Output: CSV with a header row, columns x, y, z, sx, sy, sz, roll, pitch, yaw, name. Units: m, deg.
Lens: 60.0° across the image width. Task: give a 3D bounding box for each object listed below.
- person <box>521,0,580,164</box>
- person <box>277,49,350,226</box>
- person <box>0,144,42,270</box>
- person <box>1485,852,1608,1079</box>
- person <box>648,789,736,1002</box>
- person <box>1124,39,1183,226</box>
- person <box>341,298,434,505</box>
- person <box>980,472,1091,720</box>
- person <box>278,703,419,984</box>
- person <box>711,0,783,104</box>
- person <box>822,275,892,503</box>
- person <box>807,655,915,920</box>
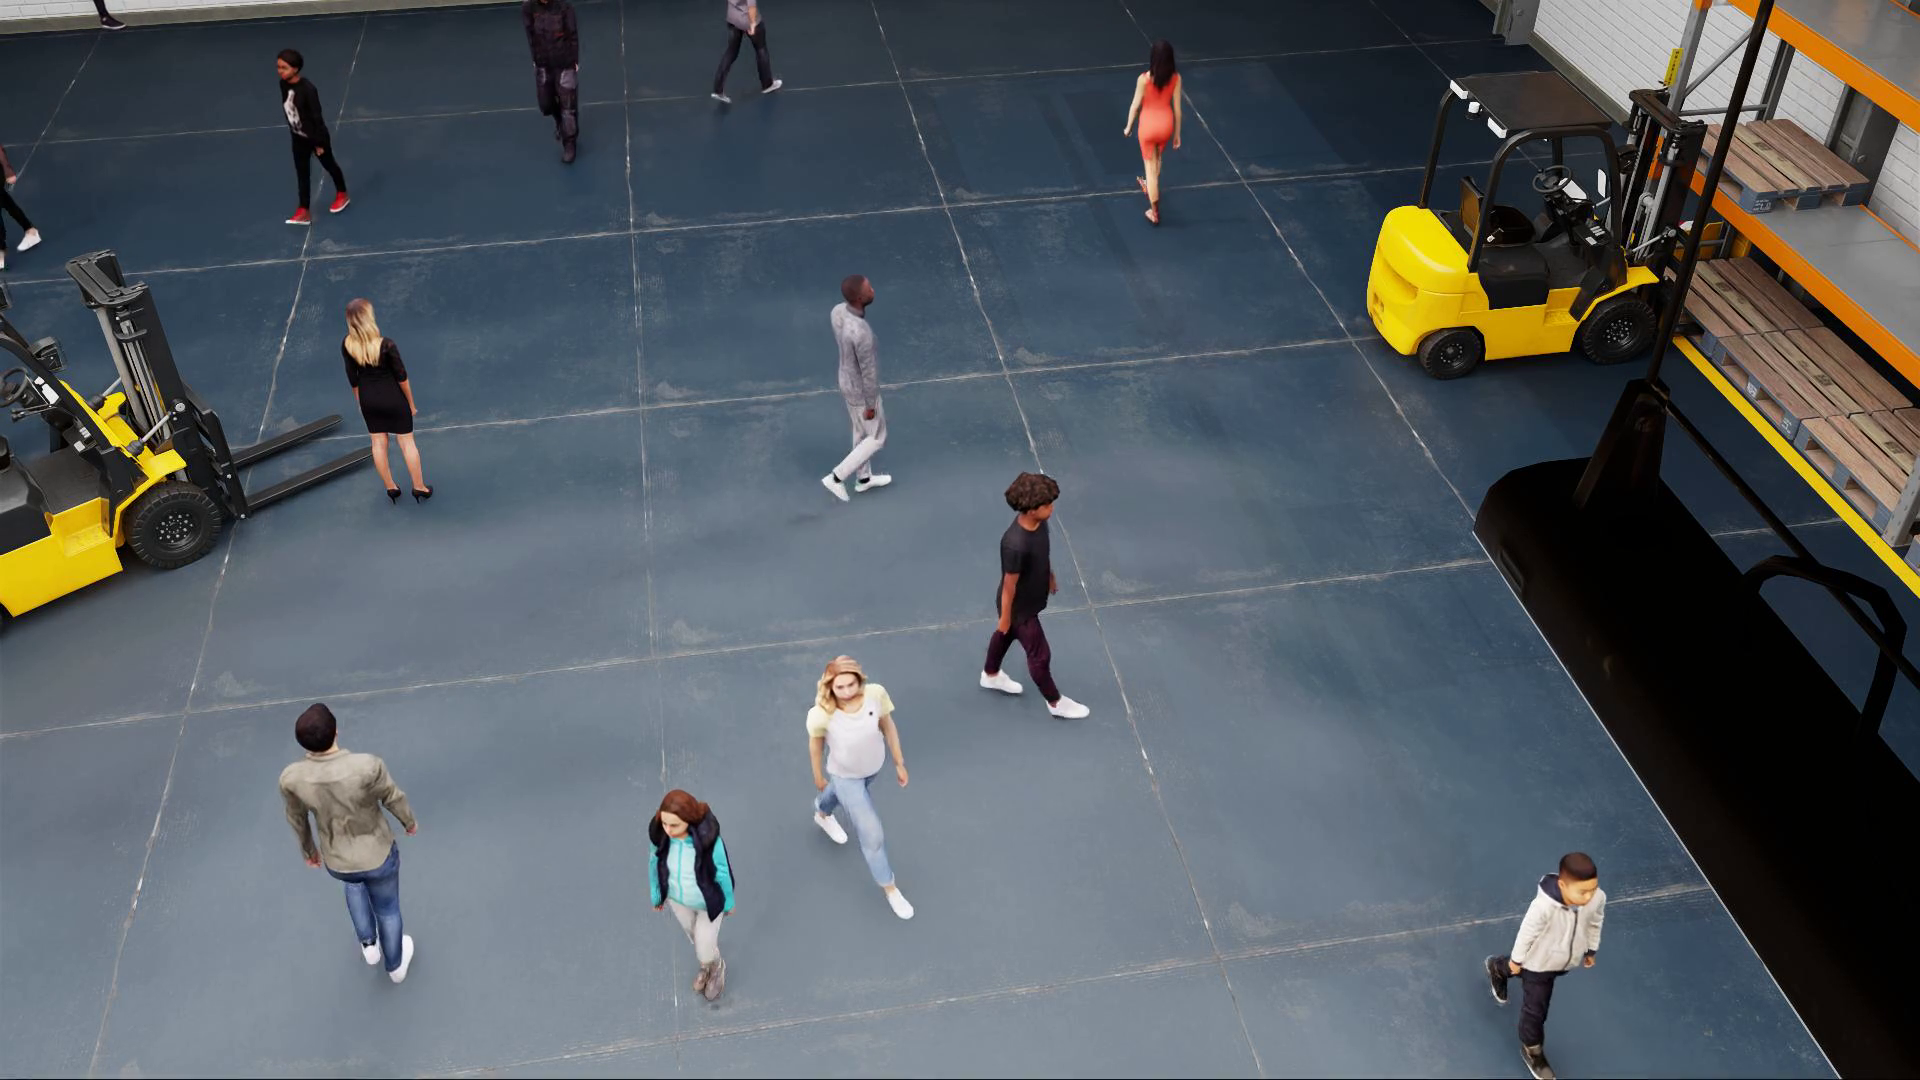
x,y,z,sx,sy,sz,roll,pitch,yaw,name
-3.969,-4.709,16.406,0.807,1.895,0.984,2,39,3,person
-5.980,-3.784,15.453,0.955,1.640,1.117,15,41,18,person
-8.617,-3.316,14.844,0.933,1.669,1.086,15,41,18,person
2.921,2.013,8.354,0.728,1.439,0.992,-16,41,-19,person
-1.338,1.780,8.608,0.697,1.487,0.743,12,40,14,person
1.830,-3.713,15.325,0.696,1.688,1.033,-13,40,-16,person
-4.127,-0.976,11.908,0.593,1.676,0.534,2,39,2,person
0.307,0.323,10.220,0.991,1.752,1.046,12,40,14,person
-3.082,1.643,8.487,0.728,1.852,0.653,-3,39,-3,person
-2.345,-5.447,17.392,1.168,1.818,1.205,25,45,28,person
-0.794,-1.052,11.886,0.907,1.823,0.893,-20,43,-23,person
-0.627,1.223,9.164,1.008,1.663,1.278,-25,45,-28,person
